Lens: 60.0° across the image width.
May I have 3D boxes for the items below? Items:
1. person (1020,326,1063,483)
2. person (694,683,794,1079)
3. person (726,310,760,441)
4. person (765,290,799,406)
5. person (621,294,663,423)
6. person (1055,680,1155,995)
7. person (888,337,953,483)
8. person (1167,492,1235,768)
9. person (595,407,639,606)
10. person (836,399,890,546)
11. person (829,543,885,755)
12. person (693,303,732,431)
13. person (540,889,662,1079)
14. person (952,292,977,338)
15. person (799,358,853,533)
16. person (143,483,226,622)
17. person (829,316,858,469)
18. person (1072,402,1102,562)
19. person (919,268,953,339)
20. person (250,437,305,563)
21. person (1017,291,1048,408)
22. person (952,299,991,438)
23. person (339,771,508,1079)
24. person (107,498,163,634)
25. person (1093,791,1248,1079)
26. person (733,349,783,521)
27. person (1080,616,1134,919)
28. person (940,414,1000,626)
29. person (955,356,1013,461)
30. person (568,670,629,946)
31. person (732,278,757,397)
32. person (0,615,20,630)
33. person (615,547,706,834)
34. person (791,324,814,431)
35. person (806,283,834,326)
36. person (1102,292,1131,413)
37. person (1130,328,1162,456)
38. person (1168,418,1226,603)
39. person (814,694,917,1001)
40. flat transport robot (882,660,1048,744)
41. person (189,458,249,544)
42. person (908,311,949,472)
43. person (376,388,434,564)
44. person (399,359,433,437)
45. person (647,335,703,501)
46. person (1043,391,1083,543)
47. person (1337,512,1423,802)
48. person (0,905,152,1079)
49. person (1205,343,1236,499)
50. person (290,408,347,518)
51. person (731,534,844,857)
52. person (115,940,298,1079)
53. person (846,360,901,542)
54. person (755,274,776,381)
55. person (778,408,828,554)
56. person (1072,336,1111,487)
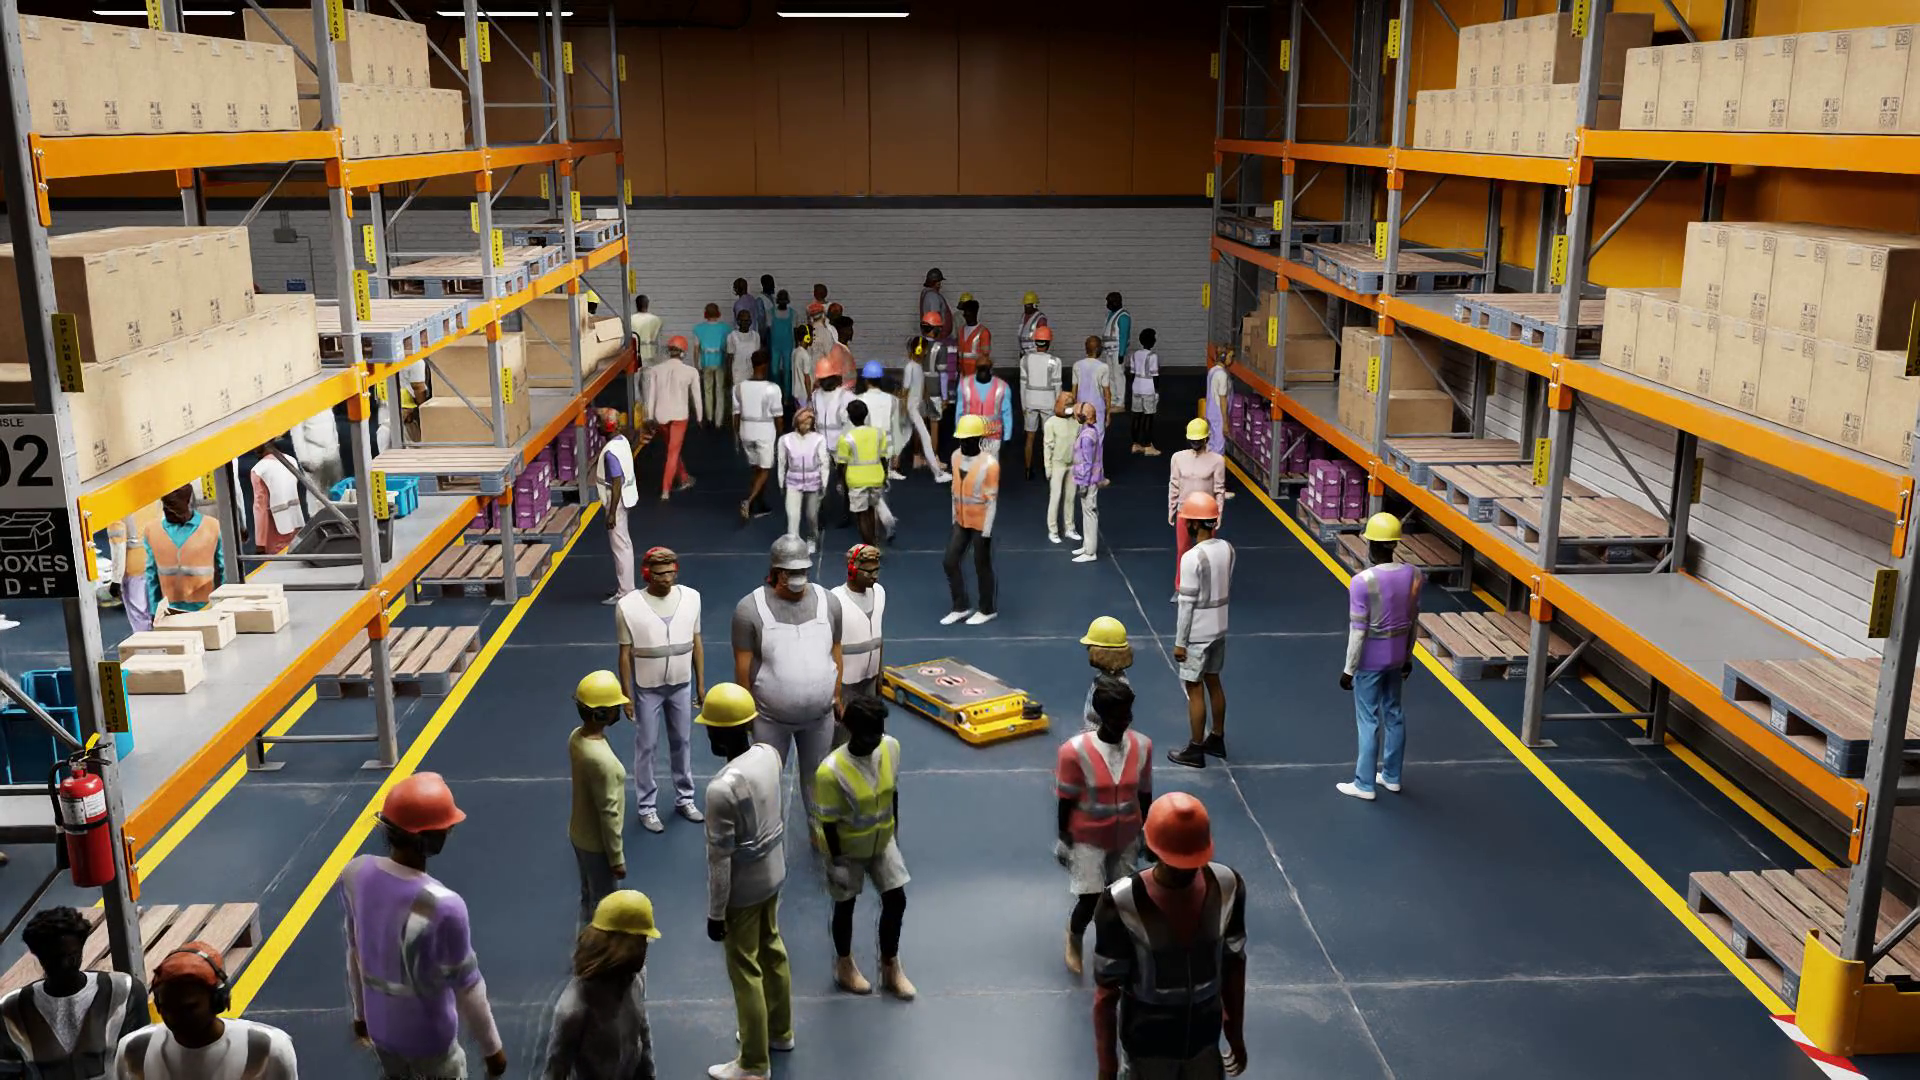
[{"bbox_3d":[1.011,-1.673,20.514,0.546,1.928,0.381,5,15,20],"label":"person"},{"bbox_3d":[-1.023,1.585,7.752,0.401,1.918,0.584,5,15,18],"label":"person"},{"bbox_3d":[-2.982,-2.272,23.043,0.502,1.841,0.349,-8,16,-29],"label":"person"},{"bbox_3d":[-2.760,-2.972,25.810,0.541,1.822,0.547,-2,14,-9],"label":"person"},{"bbox_3d":[-4.662,-2.650,24.431,0.650,1.883,0.554,-5,15,-19],"label":"person"},{"bbox_3d":[0.746,1.511,8.480,0.551,1.685,0.362,-5,15,-20],"label":"person"},{"bbox_3d":[-0.525,-1.598,20.483,0.974,1.807,0.480,2,14,7],"label":"person"},{"bbox_3d":[1.654,0.617,11.529,0.390,1.928,0.546,12,19,39],"label":"person"},{"bbox_3d":[-3.158,-0.314,15.340,0.374,1.843,0.575,-1,14,-4],"label":"person"},{"bbox_3d":[-1.009,-0.591,16.763,0.549,1.663,0.695,-7,16,-27],"label":"person"},{"bbox_3d":[-0.677,0.904,10.610,0.419,1.828,0.561,10,17,34],"label":"person"},{"bbox_3d":[-3.554,-2.517,24.064,0.587,1.803,0.836,-2,14,-7],"label":"person"},{"bbox_3d":[-1.335,2.106,6.120,0.441,1.699,0.570,6,16,24],"label":"person"},{"bbox_3d":[0.094,-3.038,26.259,0.481,1.735,0.321,11,18,38],"label":"person"},{"bbox_3d":[-1.416,-1.006,17.945,0.566,1.892,0.875,7,16,27],"label":"person"},{"bbox_3d":[-5.603,0.463,12.149,0.590,1.916,0.391,-1,14,-5],"label":"person"},{"bbox_3d":[-1.489,-1.891,21.290,0.361,1.965,0.612,1,14,4],"label":"person"},{"bbox_3d":[1.282,-0.587,16.831,0.314,1.636,0.515,2,14,7],"label":"person"},{"bbox_3d":[-0.377,-3.411,27.109,0.538,2.000,0.683,-5,15,-18],"label":"person"},{"bbox_3d":[-5.838,-0.071,14.268,0.405,1.909,0.597,2,14,8],"label":"person"},{"bbox_3d":[1.098,-2.915,25.603,0.403,1.824,0.591,-8,16,-29],"label":"person"},{"bbox_3d":[0.159,-2.373,23.181,0.606,1.966,0.367,14,20,43],"label":"person"},{"bbox_3d":[-2.076,1.858,6.440,0.670,2.029,0.422,9,17,31],"label":"person"},{"bbox_3d":[-6.519,0.197,13.165,0.355,1.930,0.593,3,15,10],"label":"person"},{"bbox_3d":[0.811,1.892,6.318,0.619,2.029,0.410,-4,15,-17],"label":"person"},{"bbox_3d":[-2.267,-1.142,18.439,0.621,1.941,0.793,6,15,22],"label":"person"},{"bbox_3d":[0.810,1.268,9.335,0.295,1.744,0.484,0,14,-1],"label":"person"},{"bbox_3d":[0.064,-0.153,14.569,0.669,1.906,0.608,-13,19,-41],"label":"person"},{"bbox_3d":[0.264,-1.159,18.739,0.659,1.798,0.919,1,14,2],"label":"person"},{"bbox_3d":[-1.796,1.506,8.379,0.333,1.760,0.526,-7,16,-27],"label":"person"},{"bbox_3d":[-3.438,-3.221,26.588,0.374,1.933,0.625,4,15,15],"label":"person"},{"bbox_3d":[-8.608,-0.158,14.563,0.594,1.926,0.367,13,19,41],"label":"person"},{"bbox_3d":[-1.883,0.922,10.503,0.561,1.838,0.392,-9,17,-32],"label":"person"},{"bbox_3d":[-1.979,-1.818,21.227,0.333,1.860,0.510,-7,16,-24],"label":"person"},{"bbox_3d":[-2.186,-3.146,26.450,0.567,1.850,0.389,-11,18,-37],"label":"person"},{"bbox_3d":[2.371,-2.873,25.428,0.429,1.831,0.635,-4,15,-17],"label":"person"},{"bbox_3d":[2.473,-1.967,22.123,0.320,1.698,0.531,-9,17,-31],"label":"person"},{"bbox_3d":[2.163,-0.254,15.283,0.528,1.760,0.337,5,15,20],"label":"person"},{"bbox_3d":[-0.472,1.555,8.349,0.547,1.660,0.585,-11,18,-37],"label":"person"},{"bbox_3d":[-0.013,1.180,12.614,0.652,0.197,1.431,-9,17,-32],"label":"flat transport robot"},{"bbox_3d":[-6.436,-0.095,14.361,0.405,1.909,0.597,7,16,27],"label":"person"},{"bbox_3d":[-0.376,-1.894,21.180,0.604,2.034,0.417,11,18,37],"label":"person"},{"bbox_3d":[-5.511,-0.603,16.527,0.403,1.824,0.596,4,15,14],"label":"person"},{"bbox_3d":[-6.582,-1.643,20.170,0.536,2.000,0.683,-12,19,-39],"label":"person"},{"bbox_3d":[-3.381,-1.444,19.683,0.624,1.909,1.105,3,15,11],"label":"person"},{"bbox_3d":[1.100,-0.774,17.596,0.507,1.623,0.289,-9,17,-30],"label":"person"},{"bbox_3d":[2.742,0.765,10.940,0.594,1.925,0.378,-8,16,-29],"label":"person"},{"bbox_3d":[-3.200,2.121,6.071,0.537,1.700,0.318,-7,16,-26],"label":"person"},{"bbox_3d":[3.071,-1.407,19.647,0.343,1.839,0.506,-2,14,-8],"label":"person"},{"bbox_3d":[-6.921,-0.971,17.903,0.449,1.870,0.750,4,15,17],"label":"person"},{"bbox_3d":[-0.989,0.960,9.951,0.685,2.000,0.538,-6,15,-21],"label":"person"},{"bbox_3d":[-2.429,2.187,5.449,0.574,1.883,0.360,-1,14,-5],"label":"person"},{"bbox_3d":[-0.873,-0.935,17.640,0.602,1.918,0.832,-11,18,-36],"label":"person"},{"bbox_3d":[-3.176,-3.387,27.258,0.390,1.920,0.587,3,15,11],"label":"person"},{"bbox_3d":[-1.590,-0.563,16.823,0.506,1.604,0.804,-2,14,-7],"label":"person"},{"bbox_3d":[1.601,-1.561,20.241,0.509,1.842,0.329,8,16,29],"label":"person"}]
